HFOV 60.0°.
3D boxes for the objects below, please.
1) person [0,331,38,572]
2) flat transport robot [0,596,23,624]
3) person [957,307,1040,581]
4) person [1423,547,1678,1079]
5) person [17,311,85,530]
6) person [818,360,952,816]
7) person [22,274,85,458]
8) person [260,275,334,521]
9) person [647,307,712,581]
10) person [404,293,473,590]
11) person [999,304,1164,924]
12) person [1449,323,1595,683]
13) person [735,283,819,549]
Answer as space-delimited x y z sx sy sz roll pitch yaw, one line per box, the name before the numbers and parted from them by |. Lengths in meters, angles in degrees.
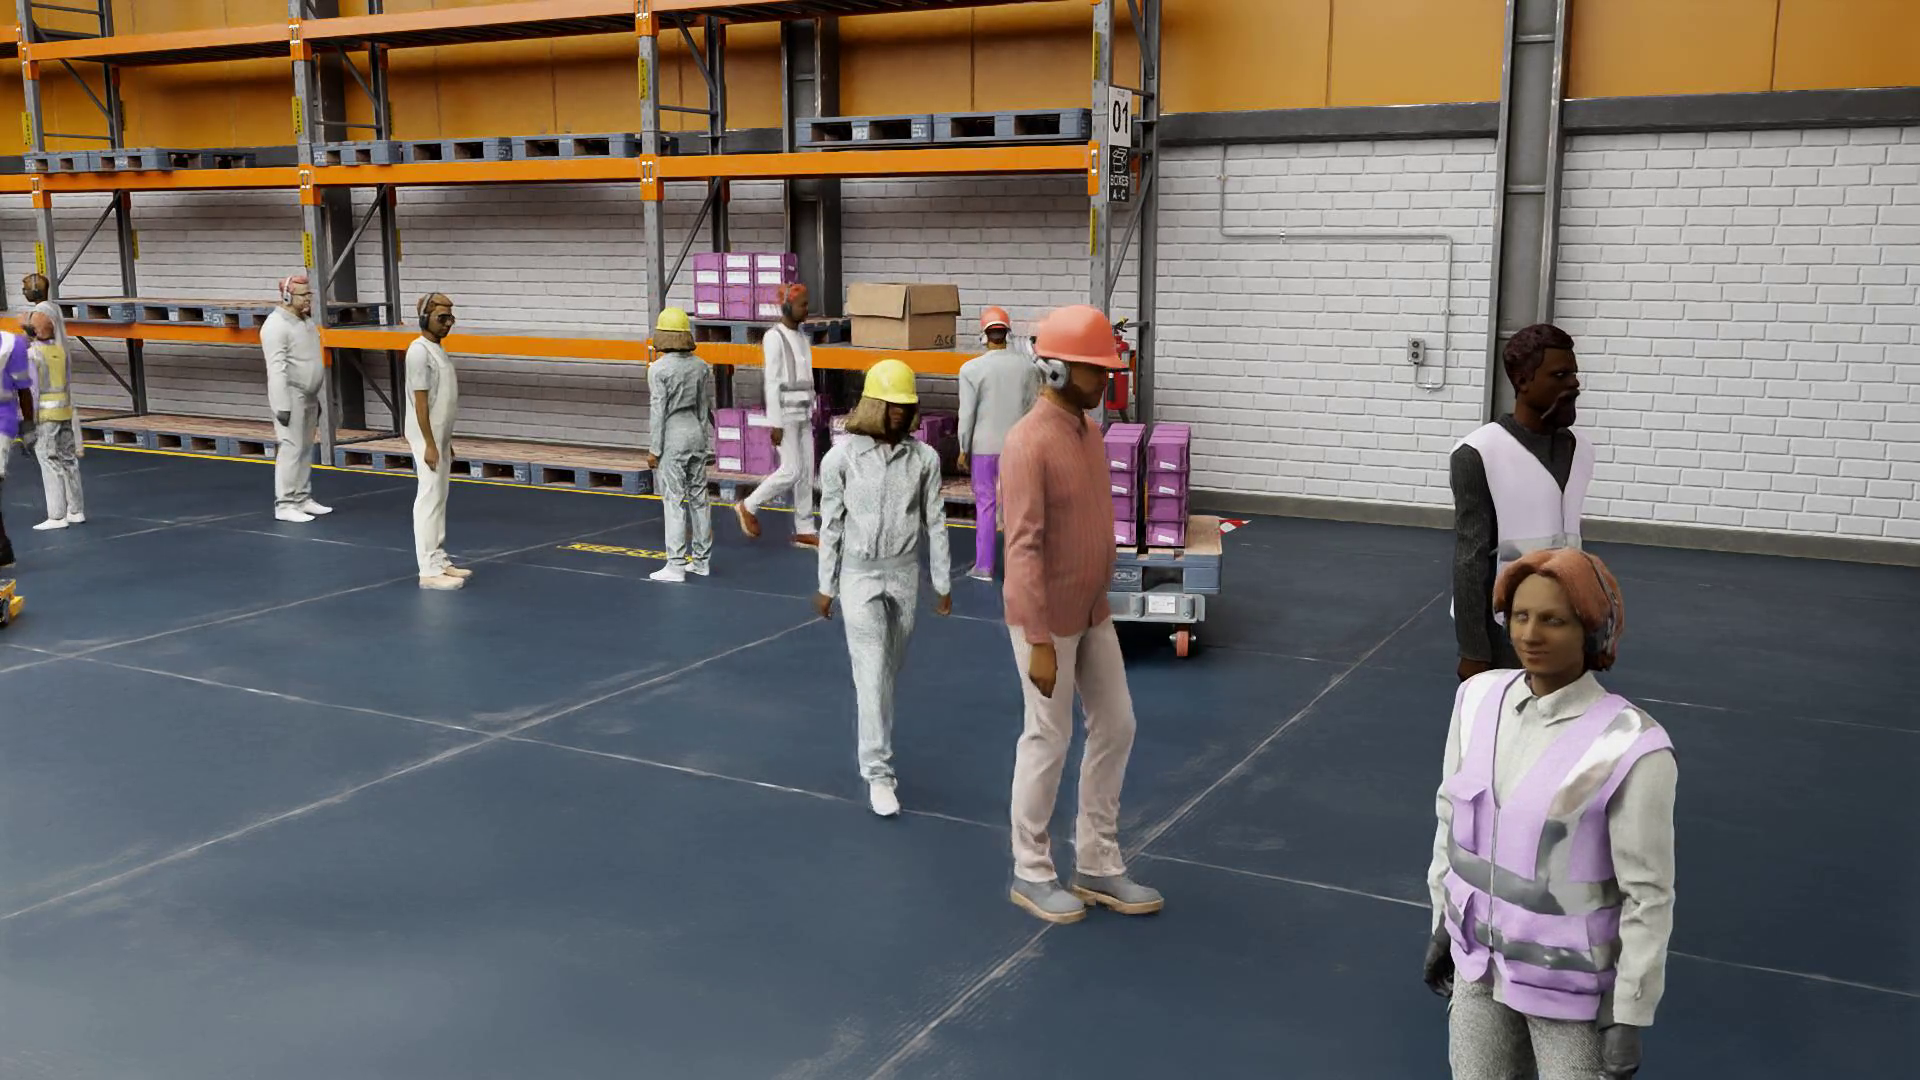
person | -6.286 -0.693 10.630 0.599 1.938 0.592 -1 10 -7
flat transport robot | -5.564 0.434 8.947 0.652 0.197 1.431 -3 11 -18
person | 0.237 -0.613 10.644 0.561 1.742 0.337 -4 11 -20
person | 1.067 0.817 3.087 0.306 1.642 0.523 -5 12 -27
person | -6.830 -0.892 12.472 0.310 1.636 0.523 1 10 3
person | -0.257 0.174 6.376 0.503 1.712 0.742 -5 12 -26
person | -8.899 -1.677 16.264 0.363 1.834 0.522 -1 10 -4
person | -5.121 -1.092 12.874 0.401 1.896 0.645 1 10 5
person | -1.809 -0.609 10.629 0.297 1.744 0.487 7 13 35
person | -3.276 -0.617 10.404 0.350 1.842 0.506 -1 10 -3
person | 0.379 0.245 5.288 0.518 1.977 0.669 6 12 29
person | 1.762 0.282 5.256 0.593 1.922 0.391 -7 13 -35
person | -1.221 -0.858 11.646 0.624 1.869 0.591 4 11 22
